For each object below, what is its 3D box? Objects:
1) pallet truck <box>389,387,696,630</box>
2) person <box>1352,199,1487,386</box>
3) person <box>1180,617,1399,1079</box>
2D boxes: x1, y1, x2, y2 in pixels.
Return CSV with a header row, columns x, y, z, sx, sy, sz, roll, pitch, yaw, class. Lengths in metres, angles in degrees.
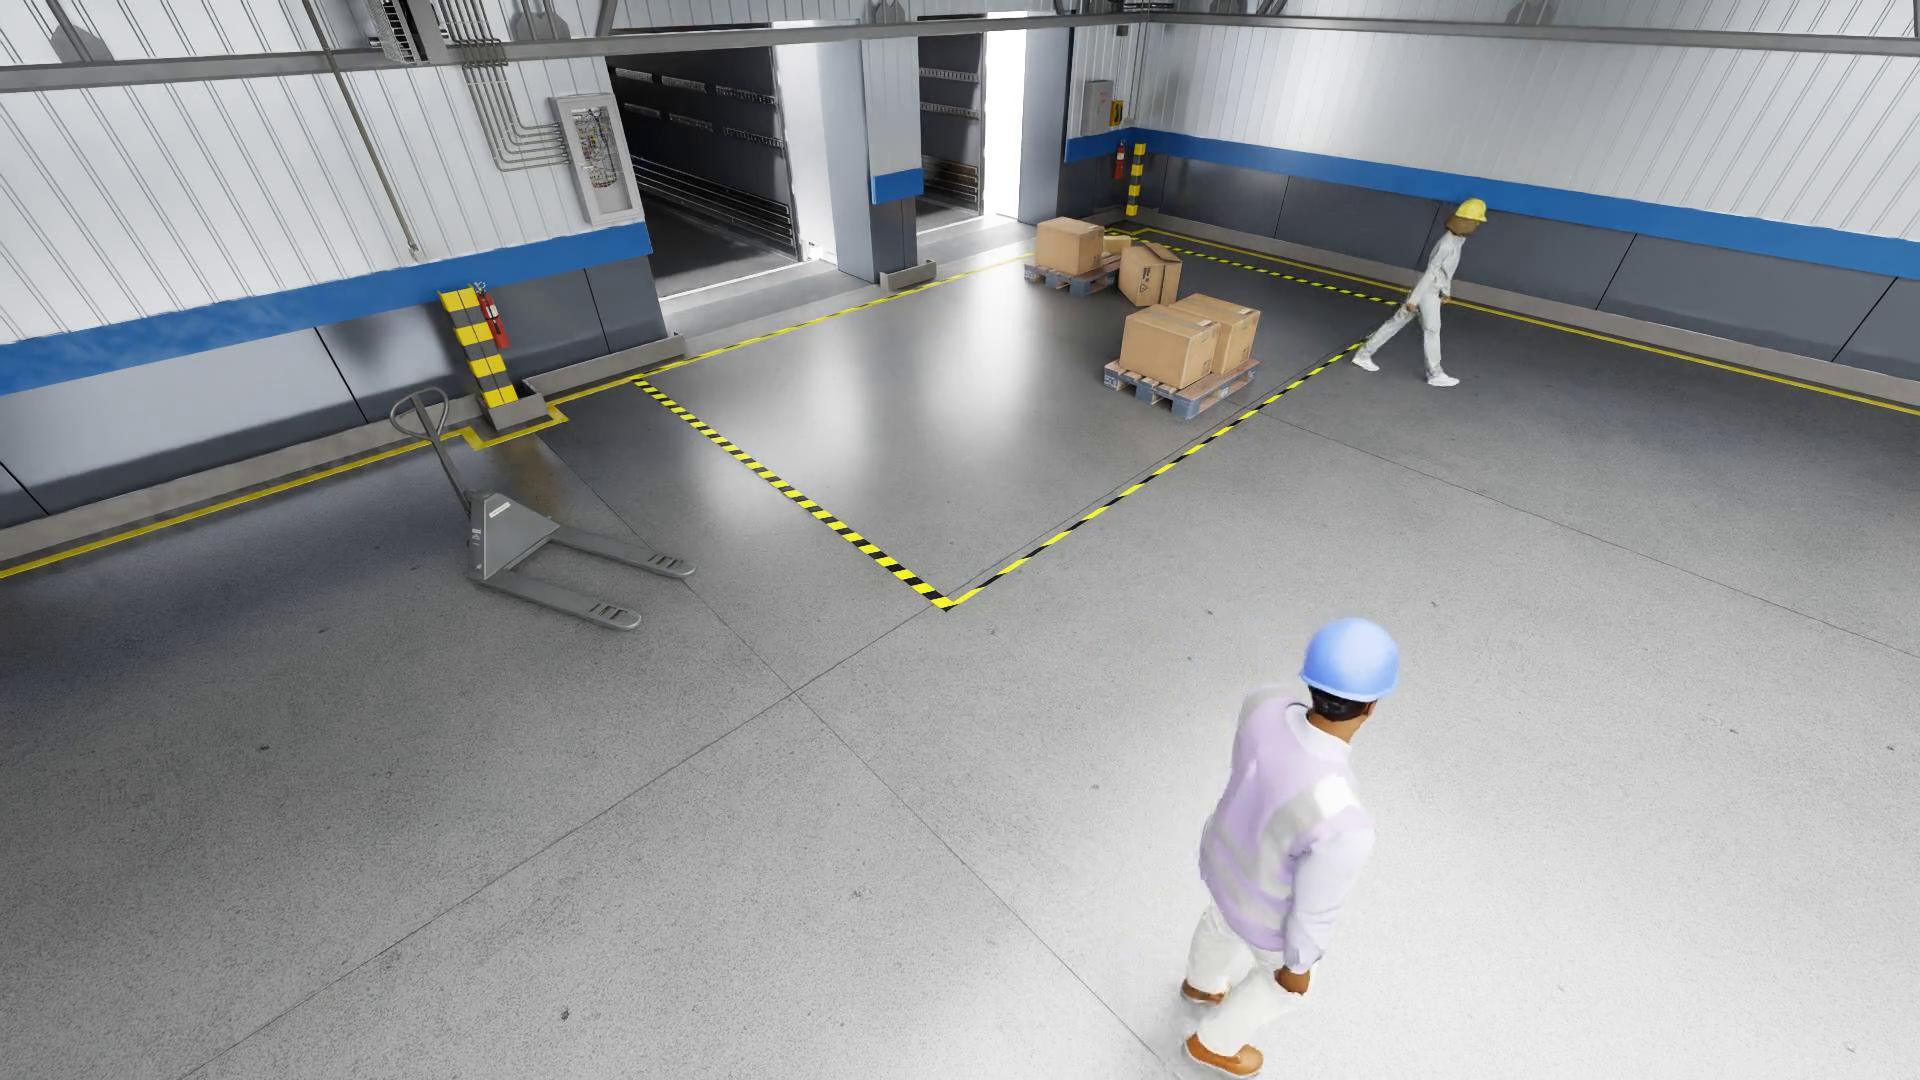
x,y,z,sx,sy,sz,roll,pitch,yaw,class
-2.613,-0.247,4.593,1.601,1.201,0.680,14,40,17,pallet truck
4.457,-2.312,6.891,0.969,1.673,0.496,21,42,25,person
0.975,1.069,2.348,0.421,1.921,0.644,-1,38,-1,person
